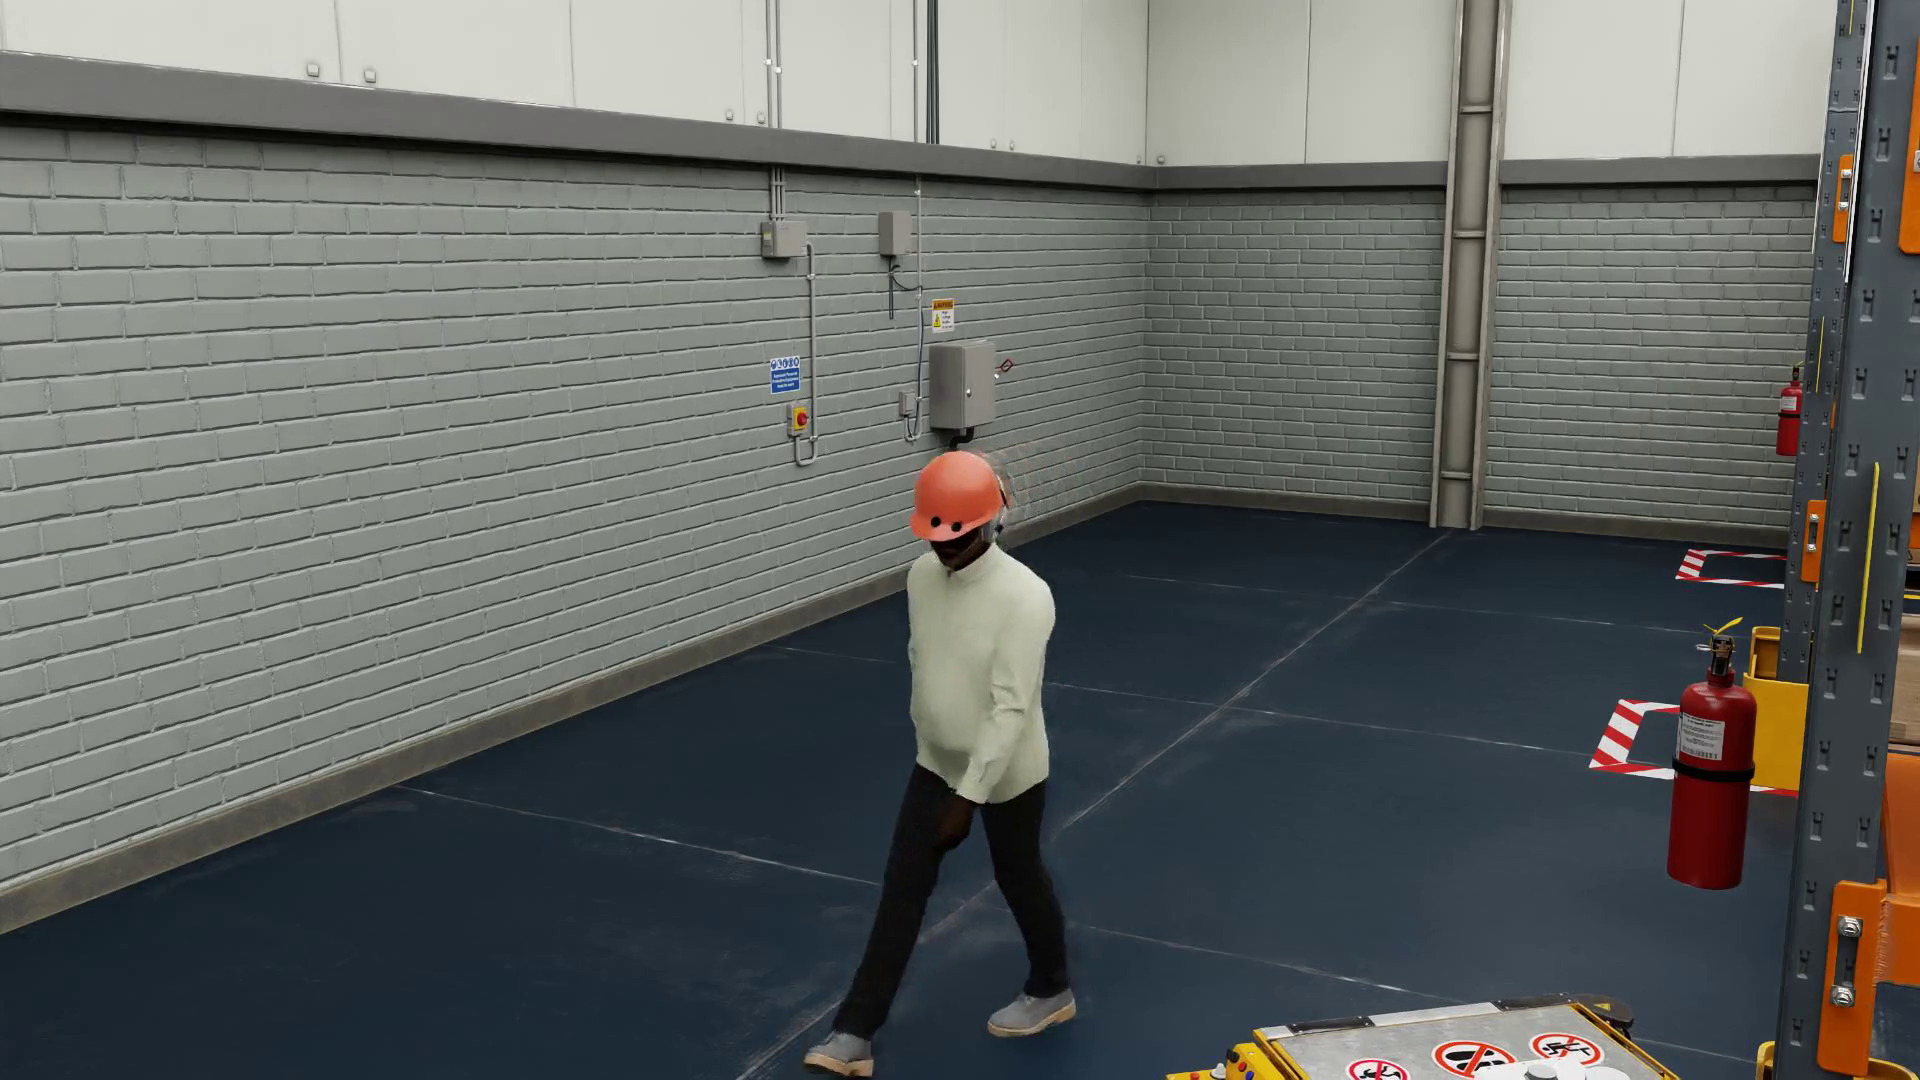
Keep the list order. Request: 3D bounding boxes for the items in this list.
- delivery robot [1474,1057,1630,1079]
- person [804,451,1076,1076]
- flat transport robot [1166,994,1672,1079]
[{"bbox_3d":[1.513,1.489,3.924,0.477,0.478,0.707,-3,11,-13],"label":"delivery robot"},{"bbox_3d":[0.025,0.675,4.939,0.634,1.914,1.018,10,14,43],"label":"person"},{"bbox_3d":[1.360,1.549,4.629,1.431,0.197,0.652,-2,11,-13],"label":"flat transport robot"}]
